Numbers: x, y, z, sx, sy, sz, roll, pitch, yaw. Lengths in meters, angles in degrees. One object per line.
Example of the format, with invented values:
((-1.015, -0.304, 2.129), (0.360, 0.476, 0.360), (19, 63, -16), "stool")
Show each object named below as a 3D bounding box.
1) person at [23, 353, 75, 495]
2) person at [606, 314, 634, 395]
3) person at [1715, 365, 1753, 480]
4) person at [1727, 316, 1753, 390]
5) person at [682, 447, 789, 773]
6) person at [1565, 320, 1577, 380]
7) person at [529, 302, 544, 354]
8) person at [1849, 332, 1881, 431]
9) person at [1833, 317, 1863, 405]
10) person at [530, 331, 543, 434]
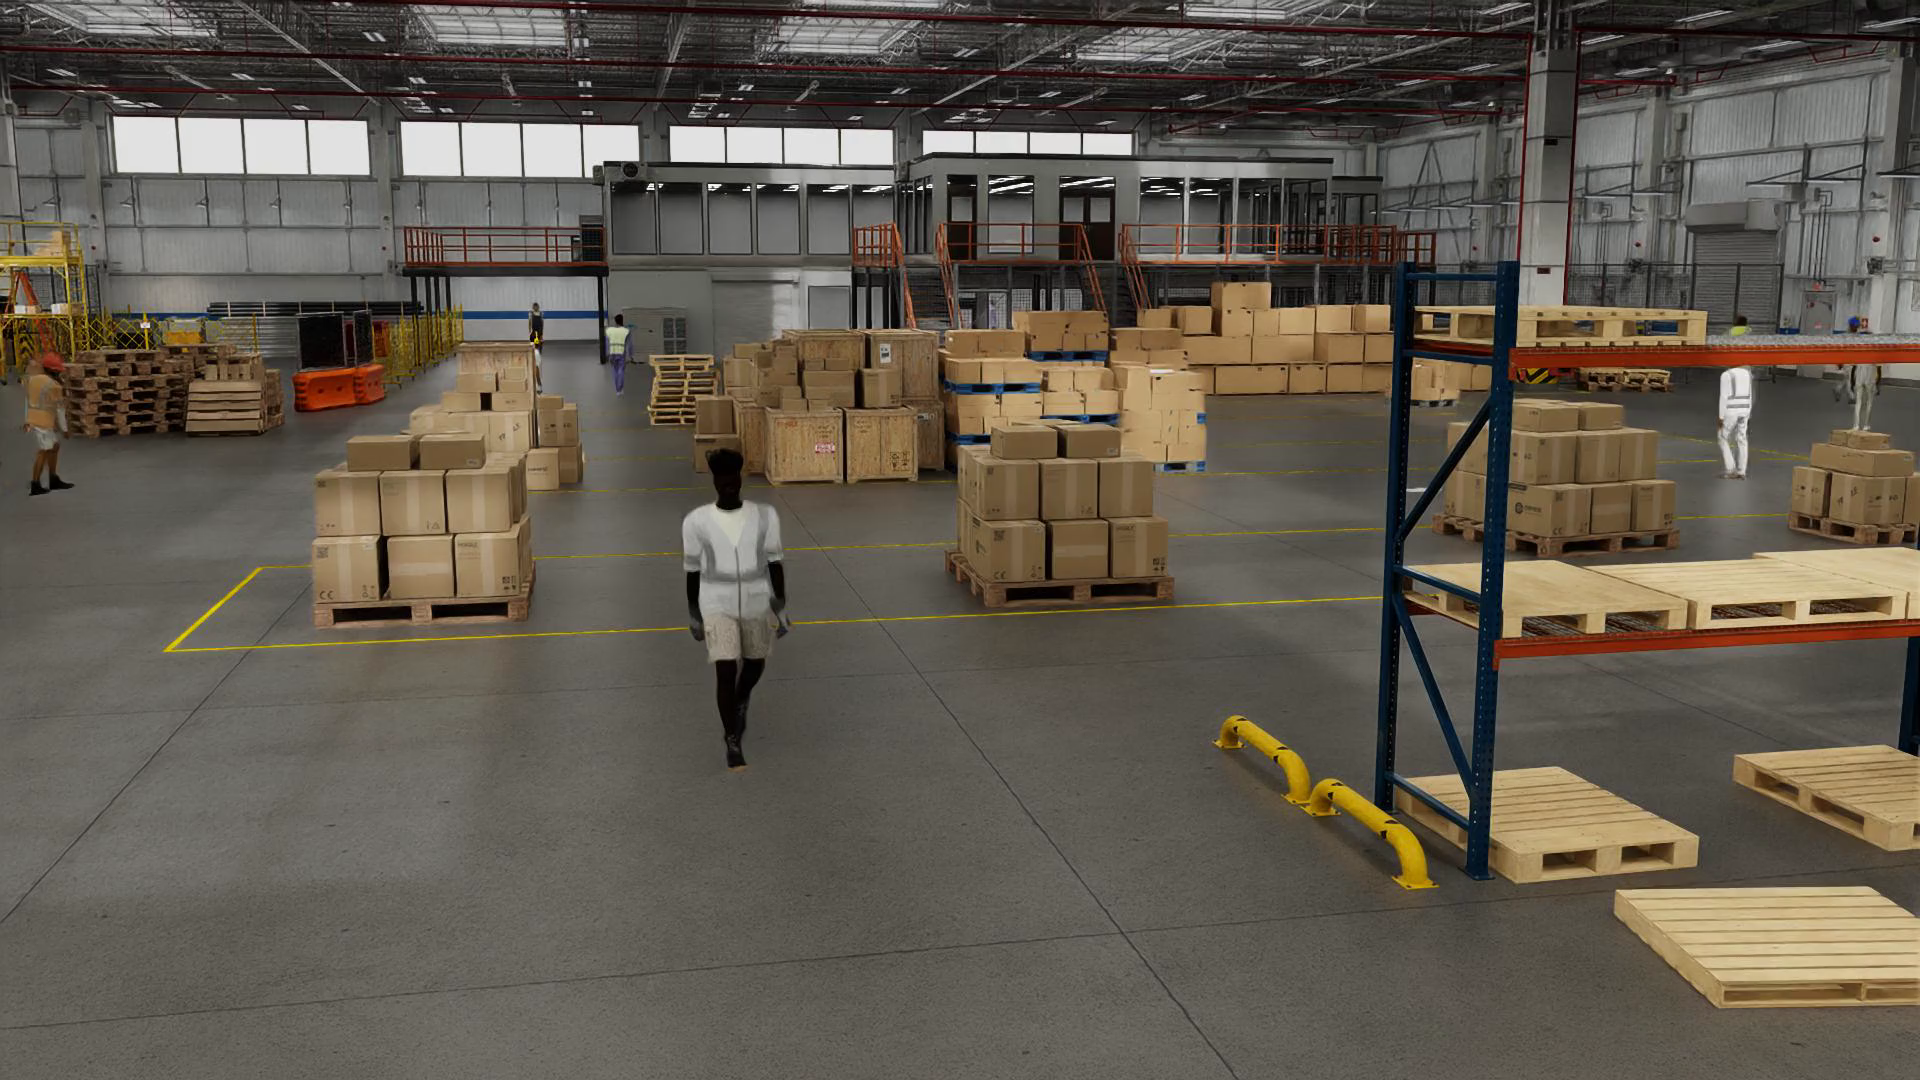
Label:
((-12.073, -1.539, 22.069), (0.635, 1.873, 0.700), (7, 11, 35), "person")
((-8.045, -4.385, 39.447), (0.620, 1.859, 0.854), (1, 9, 8), "person")
((10.971, -1.765, 23.539), (0.582, 1.853, 0.490), (-3, 10, -18), "person")
((18.936, -4.500, 40.270), (0.766, 1.814, 0.657), (-8, 12, -39), "person")
((-1.386, 0.376, 10.200), (0.612, 1.940, 0.871), (-3, 10, -17), "person")
((15.939, -5.168, 43.890), (0.817, 1.963, 0.656), (-2, 9, -11), "person")
((-14.672, -7.337, 57.645), (0.521, 1.810, 0.900), (-3, 10, -16), "person")
((16.508, -2.870, 30.340), (0.536, 1.832, 0.951), (7, 12, 36), "person")
((19.609, -3.963, 36.679), (0.607, 1.927, 0.814), (-3, 10, -18), "person")
((-7.632, -2.825, 29.966), (0.330, 1.861, 0.503), (-5, 11, -29), "person")
